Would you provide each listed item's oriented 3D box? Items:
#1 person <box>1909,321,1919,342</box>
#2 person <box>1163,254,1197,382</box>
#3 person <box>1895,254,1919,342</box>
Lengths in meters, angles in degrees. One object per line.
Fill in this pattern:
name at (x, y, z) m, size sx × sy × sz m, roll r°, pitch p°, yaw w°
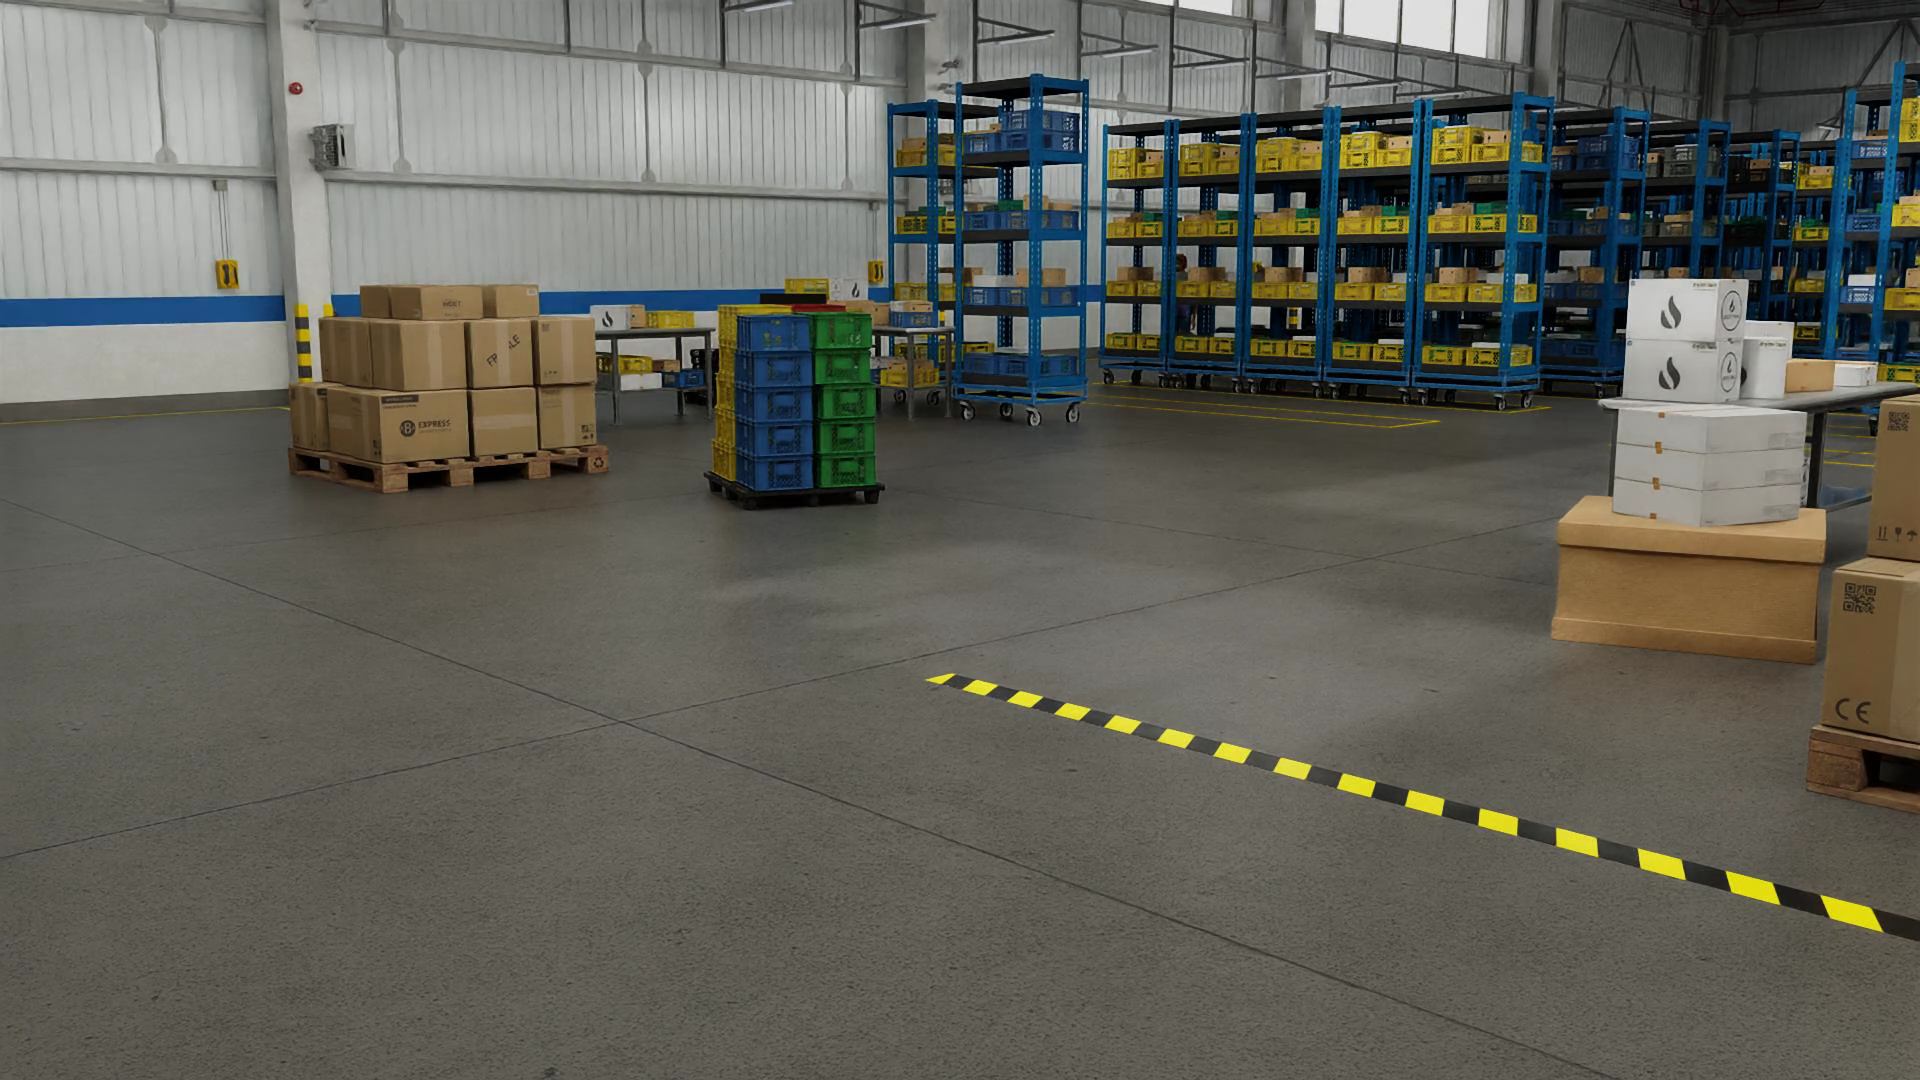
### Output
person at (15.738, -3.737, 26.947) m, size 0.941 × 1.923 × 0.691 m, roll 0°, pitch 9°, yaw 1°
person at (3.177, -3.208, 24.033) m, size 0.563 × 1.838 × 0.390 m, roll 7°, pitch 12°, yaw 35°
person at (13.691, -3.207, 24.052) m, size 0.403 × 1.830 × 0.590 m, roll 5°, pitch 11°, yaw 27°
